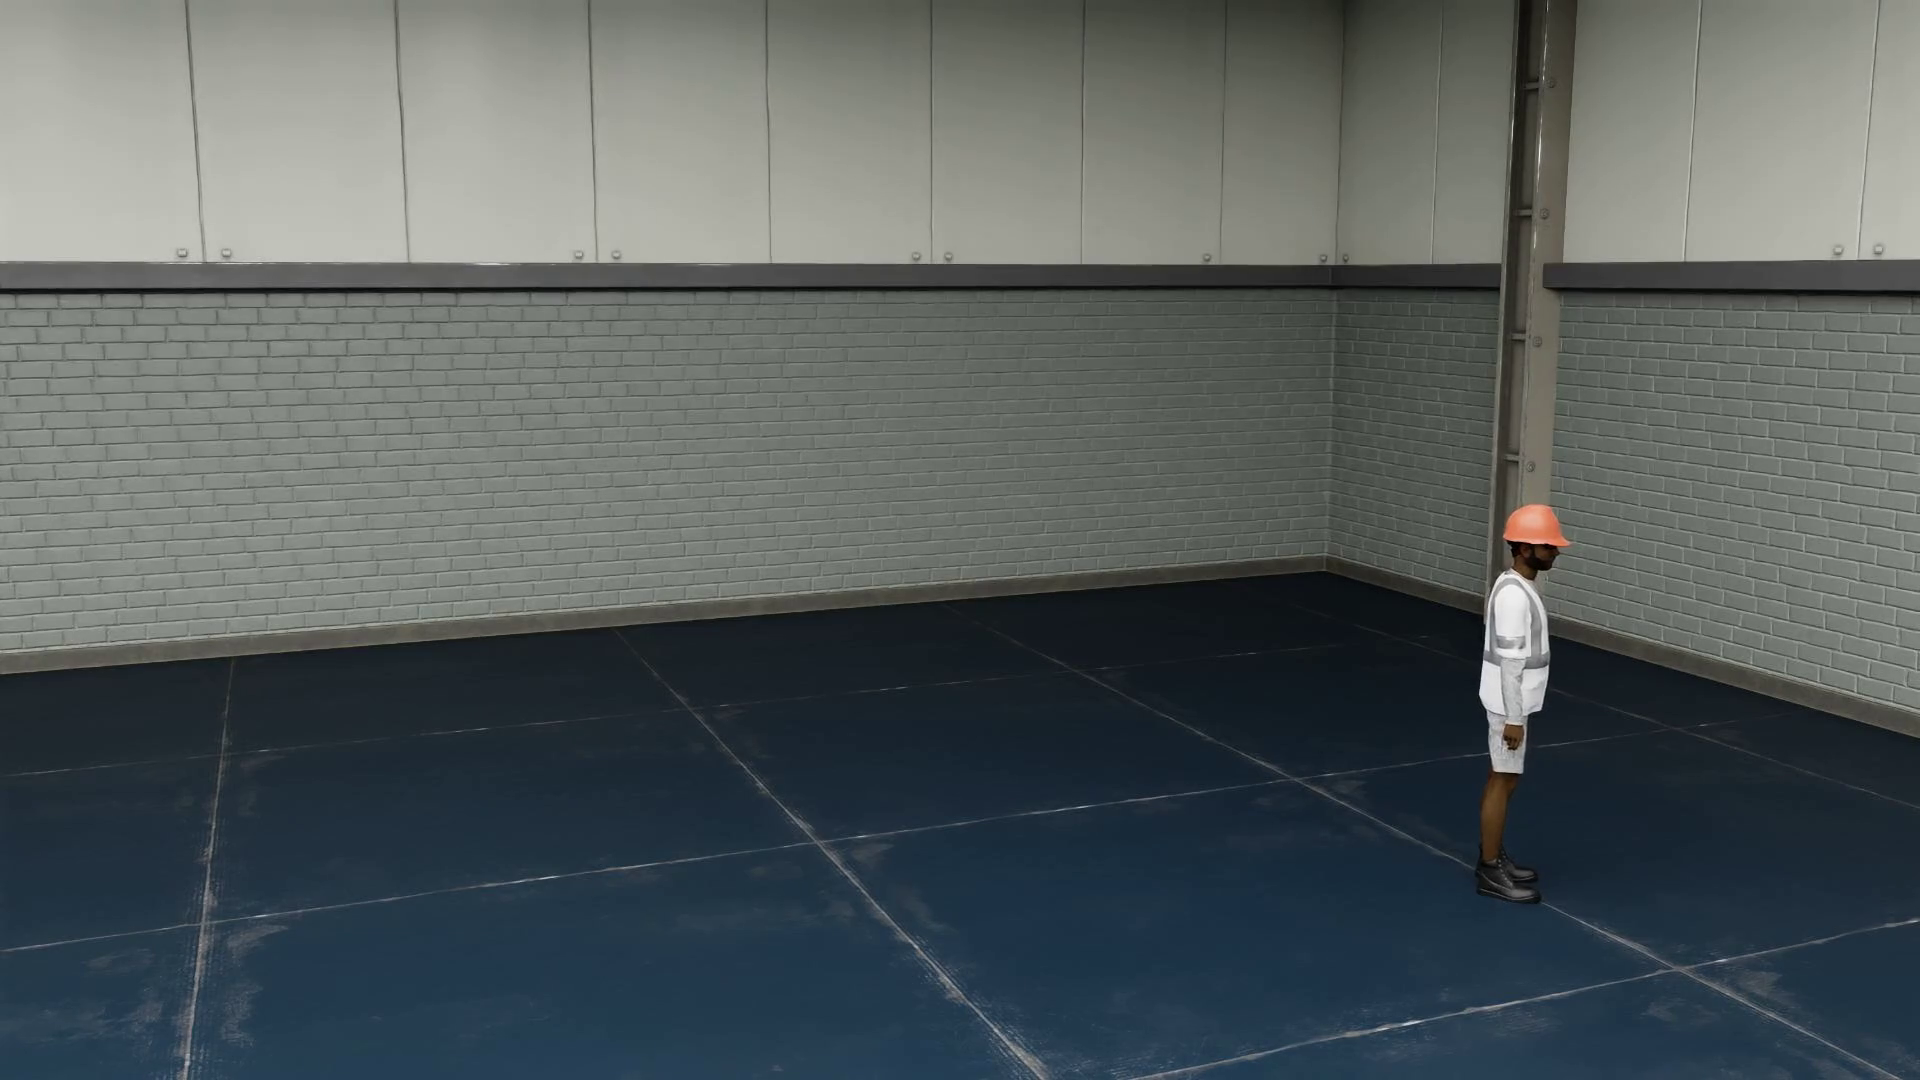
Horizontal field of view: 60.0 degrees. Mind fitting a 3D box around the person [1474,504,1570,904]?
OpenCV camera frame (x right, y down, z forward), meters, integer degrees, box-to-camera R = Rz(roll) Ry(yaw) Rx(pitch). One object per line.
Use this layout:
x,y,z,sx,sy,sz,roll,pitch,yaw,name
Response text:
2.734,0.783,8.120,0.379,1.937,0.548,3,10,20,person
